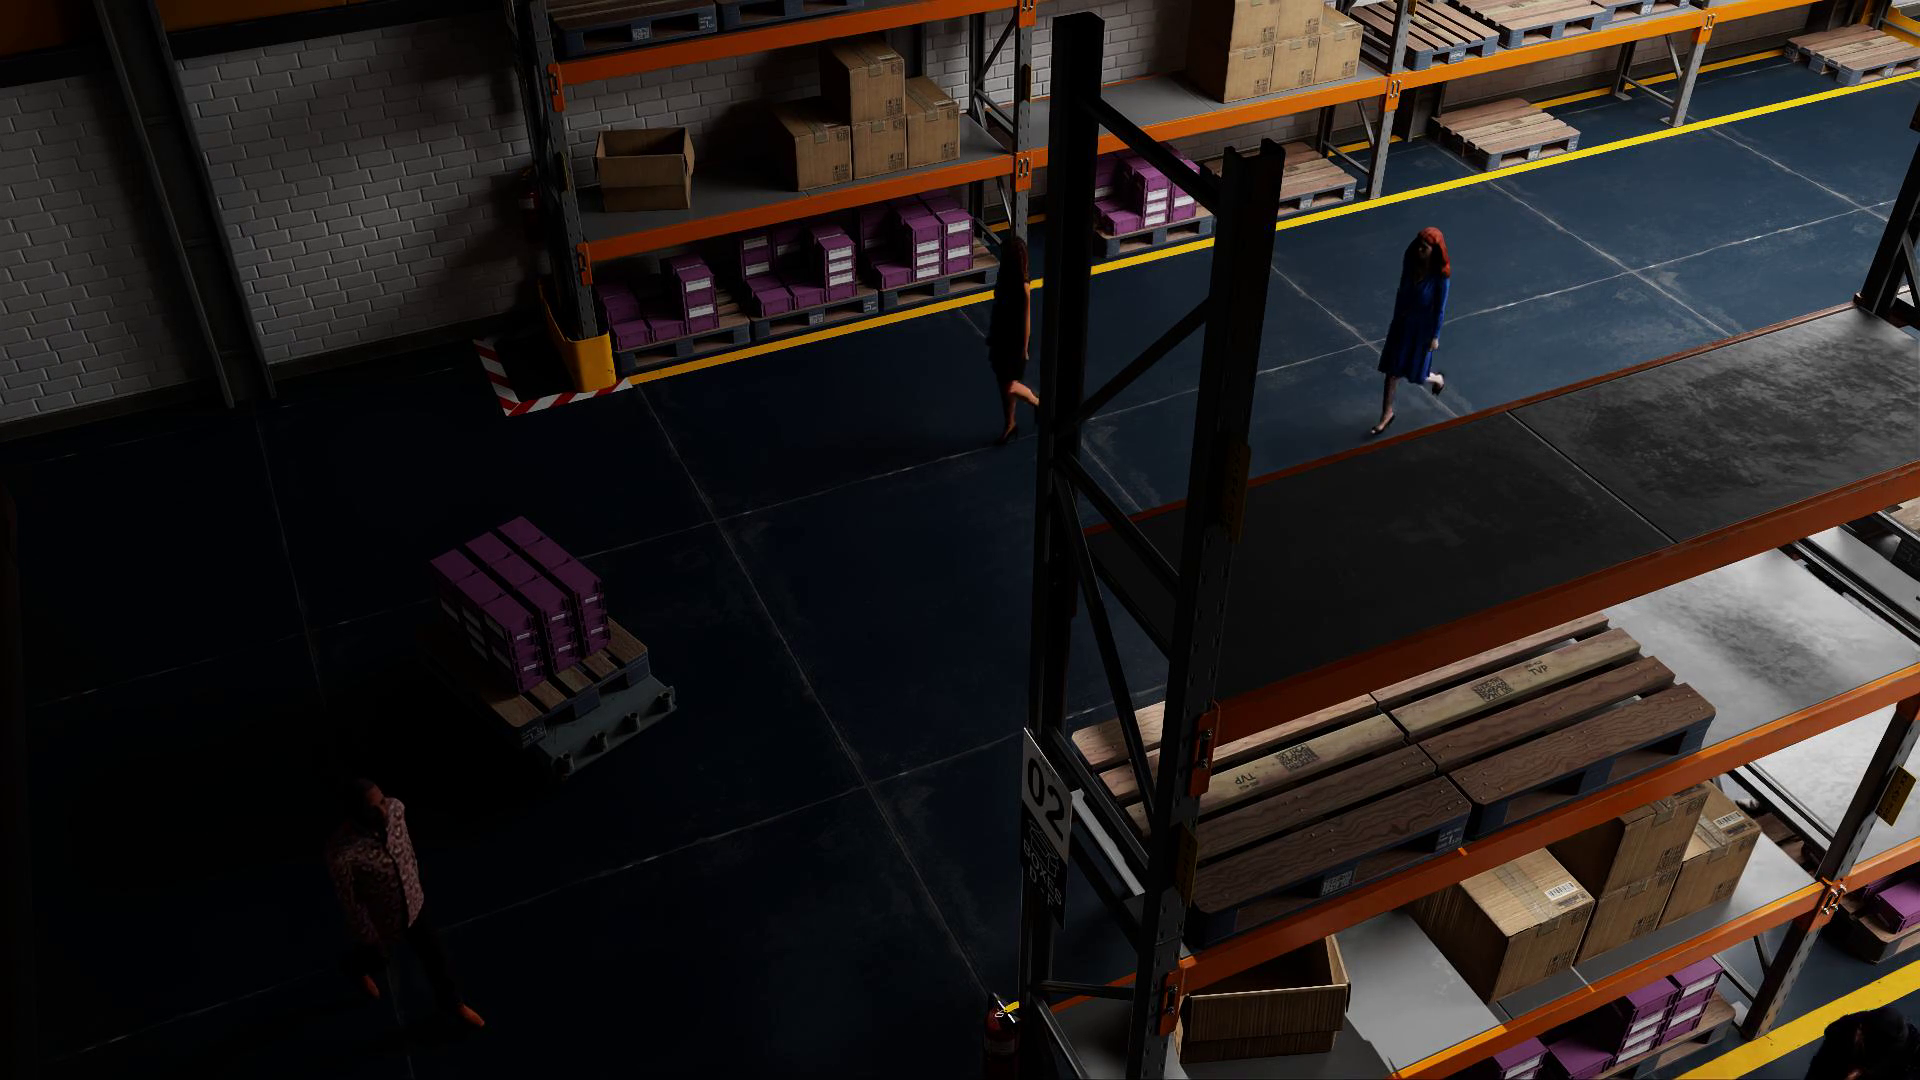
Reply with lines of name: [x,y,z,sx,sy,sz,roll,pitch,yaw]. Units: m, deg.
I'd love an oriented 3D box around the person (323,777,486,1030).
person: [-3.049,1.874,8.659,1.093,1.799,1.160,23,44,26]

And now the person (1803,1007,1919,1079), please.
person: [4.126,2.723,7.709,0.998,1.658,0.732,-10,40,-12]

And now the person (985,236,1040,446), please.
person: [0.469,-1.535,12.907,0.740,1.825,0.576,-18,42,-21]

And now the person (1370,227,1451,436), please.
person: [3.623,-1.649,13.059,1.035,1.813,0.743,-24,45,-27]
